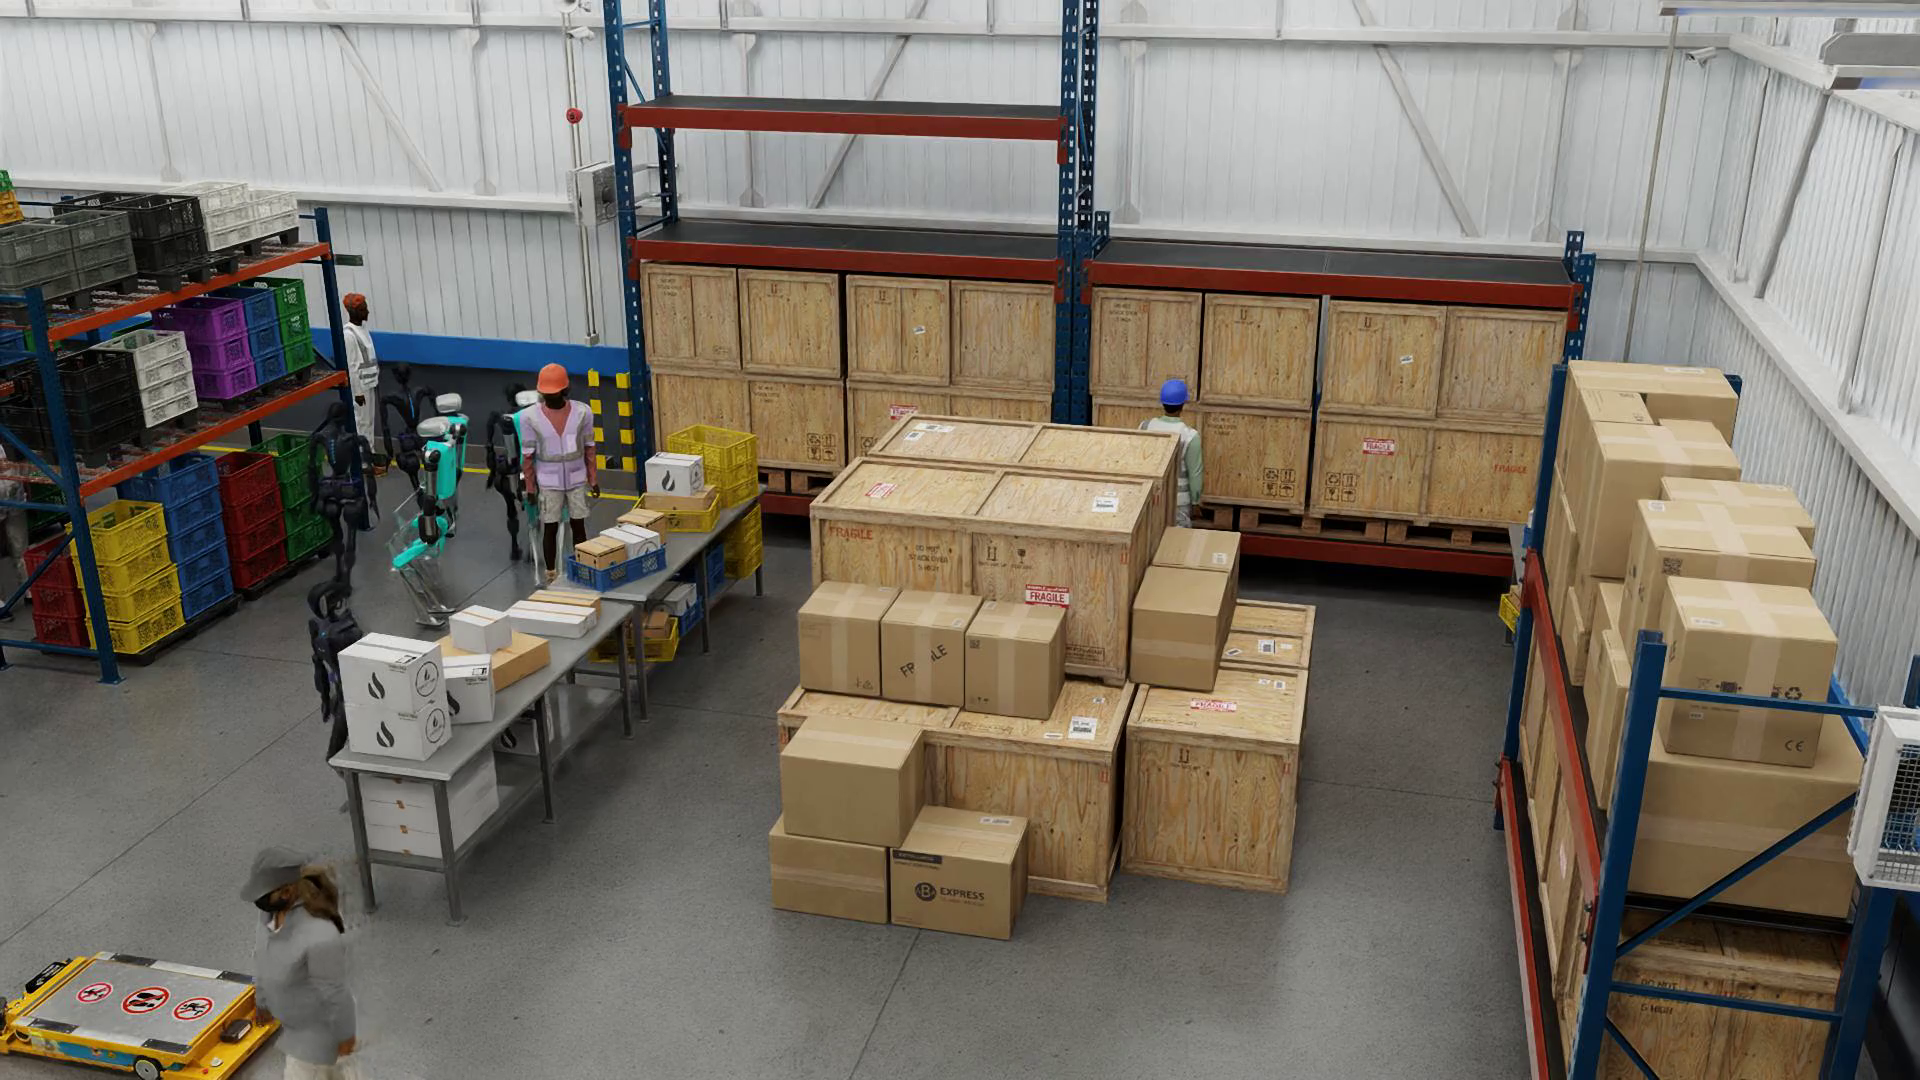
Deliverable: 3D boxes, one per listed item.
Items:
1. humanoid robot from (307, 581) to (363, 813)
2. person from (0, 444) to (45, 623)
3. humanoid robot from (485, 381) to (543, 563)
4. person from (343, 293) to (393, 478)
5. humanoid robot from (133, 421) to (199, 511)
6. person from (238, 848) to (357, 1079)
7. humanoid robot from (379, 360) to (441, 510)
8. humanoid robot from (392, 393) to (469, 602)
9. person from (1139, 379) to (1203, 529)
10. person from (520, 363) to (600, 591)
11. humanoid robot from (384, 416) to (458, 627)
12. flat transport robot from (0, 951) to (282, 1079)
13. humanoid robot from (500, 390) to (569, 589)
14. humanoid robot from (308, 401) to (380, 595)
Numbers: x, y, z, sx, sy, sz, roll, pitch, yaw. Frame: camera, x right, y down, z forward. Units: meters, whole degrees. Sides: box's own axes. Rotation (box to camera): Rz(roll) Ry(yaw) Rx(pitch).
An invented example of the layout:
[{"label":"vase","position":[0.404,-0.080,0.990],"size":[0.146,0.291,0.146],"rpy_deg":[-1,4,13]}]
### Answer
[{"label":"humanoid robot","position":[-3.794,1.010,10.444],"size":[0.609,1.641,0.374],"rpy_deg":[12,24,28]},{"label":"person","position":[-7.807,-0.246,13.503],"size":[0.404,1.829,0.595],"rpy_deg":[13,25,31]},{"label":"humanoid robot","position":[-3.892,-0.574,14.573],"size":[0.613,1.644,0.458],"rpy_deg":[2,21,6]},{"label":"person","position":[-6.068,-1.576,16.911],"size":[0.337,1.879,0.583],"rpy_deg":[-2,21,-6]},{"label":"humanoid robot","position":[-7.198,-0.790,15.045],"size":[0.558,1.735,1.009],"rpy_deg":[2,21,6]},{"label":"person","position":[-2.946,2.141,7.363],"size":[0.571,1.753,0.558],"rpy_deg":[-17,27,-38]},{"label":"humanoid robot","position":[-4.964,-0.830,15.266],"size":[0.609,1.641,0.472],"rpy_deg":[-13,25,-31]},{"label":"humanoid robot","position":[-4.435,-0.260,13.845],"size":[0.823,1.881,0.536],"rpy_deg":[-10,23,-24]},{"label":"person","position":[1.723,-0.372,13.664],"size":[0.605,1.950,0.380],"rpy_deg":[17,27,37]},{"label":"person","position":[-3.303,-0.485,13.837],"size":[0.610,2.038,0.389],"rpy_deg":[-8,22,-21]},{"label":"humanoid robot","position":[-4.323,-0.153,13.257],"size":[0.737,1.702,0.531],"rpy_deg":[1,21,3]},{"label":"flat transport robot","position":[-4.270,2.464,8.601],"size":[1.431,0.231,0.659],"rpy_deg":[5,22,13]},{"label":"humanoid robot","position":[-3.578,-0.482,14.212],"size":[0.543,1.769,0.668],"rpy_deg":[-4,21,-10]},{"label":"humanoid robot","position":[-5.214,-0.369,14.048],"size":[0.610,1.639,0.544],"rpy_deg":[0,21,1]}]
